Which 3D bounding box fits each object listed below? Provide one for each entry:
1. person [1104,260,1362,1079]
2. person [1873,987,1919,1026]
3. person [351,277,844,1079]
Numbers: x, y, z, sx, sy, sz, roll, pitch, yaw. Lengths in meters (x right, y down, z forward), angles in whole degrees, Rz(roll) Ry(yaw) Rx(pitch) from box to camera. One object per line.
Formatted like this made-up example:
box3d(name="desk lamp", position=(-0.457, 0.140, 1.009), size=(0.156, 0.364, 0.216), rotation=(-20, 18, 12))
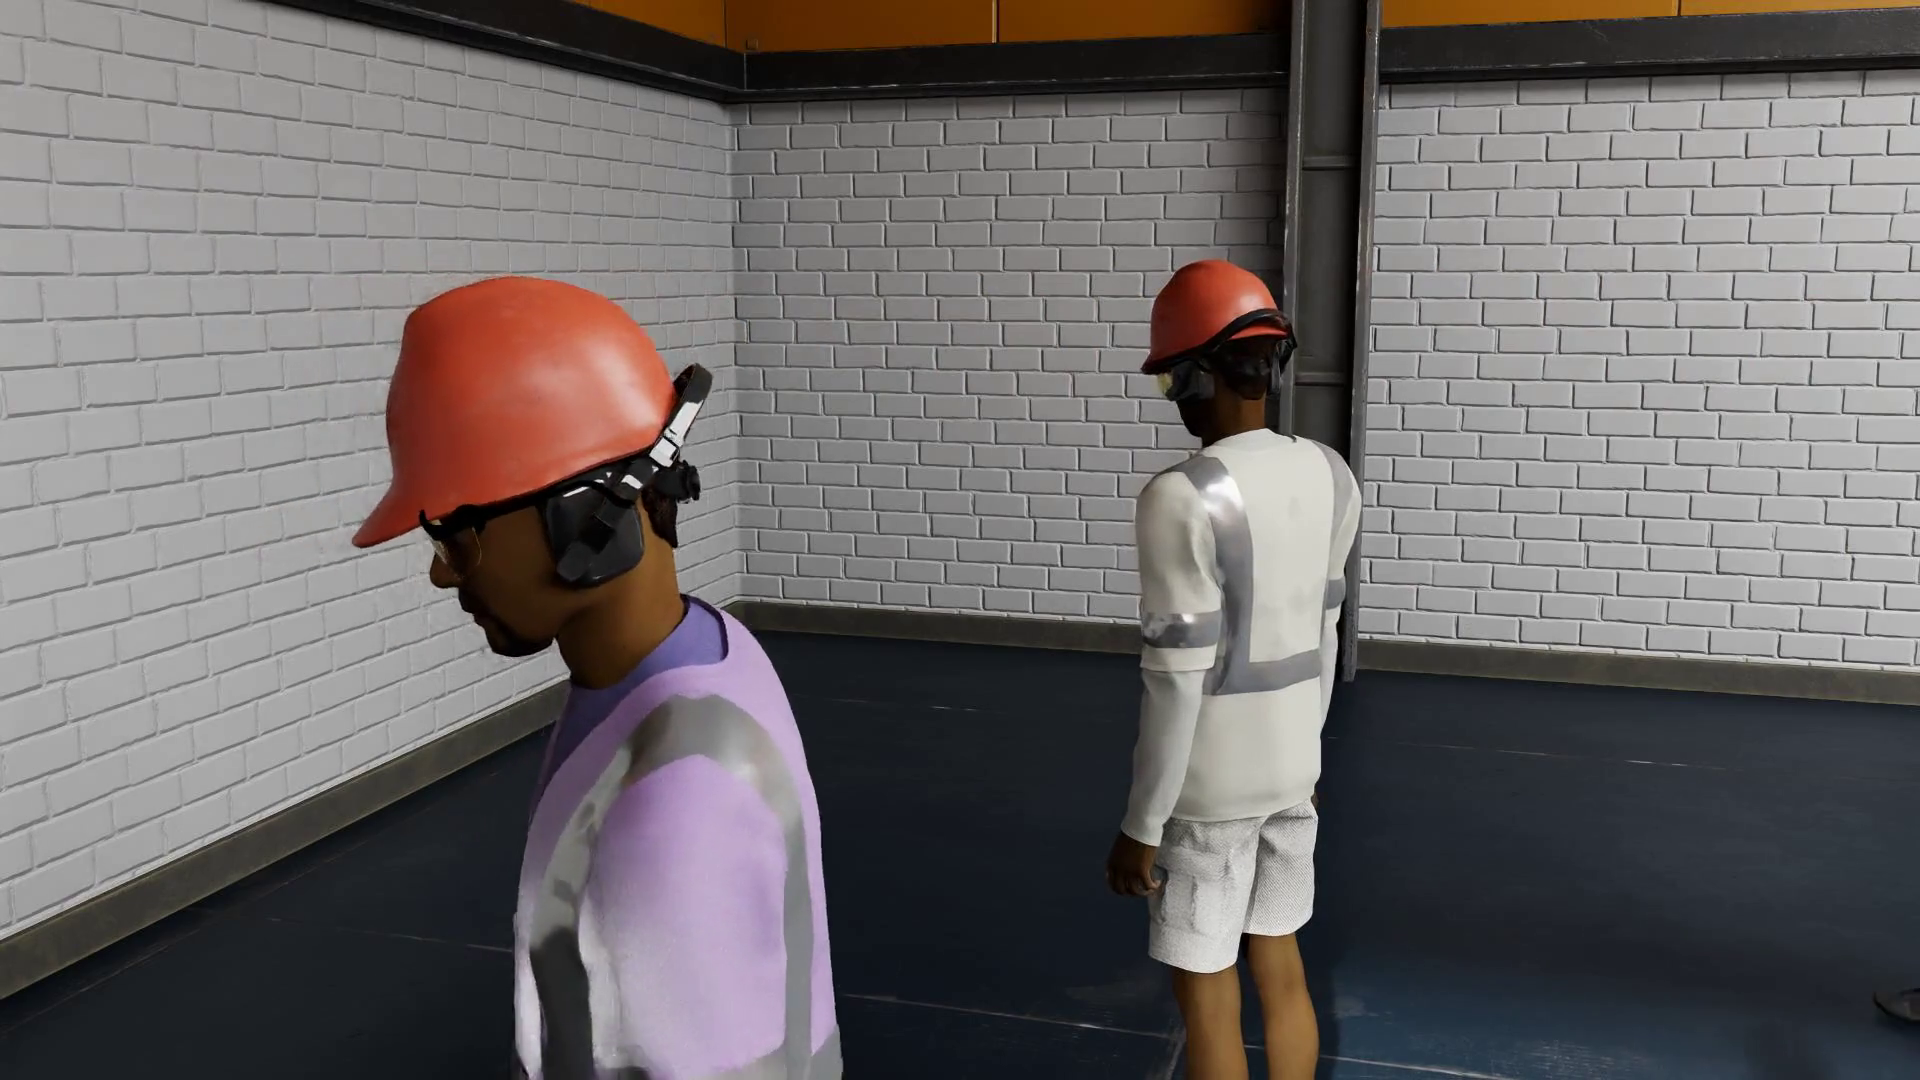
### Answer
box3d(name="person", position=(0.514, 0.472, 3.326), size=(0.392, 2.034, 0.605), rotation=(9, 13, 44))
box3d(name="person", position=(2.678, 0.474, 4.203), size=(0.567, 1.724, 0.710), rotation=(-4, 10, -22))
box3d(name="person", position=(-0.254, 0.743, 1.753), size=(0.619, 2.012, 0.841), rotation=(-2, 9, -10))
